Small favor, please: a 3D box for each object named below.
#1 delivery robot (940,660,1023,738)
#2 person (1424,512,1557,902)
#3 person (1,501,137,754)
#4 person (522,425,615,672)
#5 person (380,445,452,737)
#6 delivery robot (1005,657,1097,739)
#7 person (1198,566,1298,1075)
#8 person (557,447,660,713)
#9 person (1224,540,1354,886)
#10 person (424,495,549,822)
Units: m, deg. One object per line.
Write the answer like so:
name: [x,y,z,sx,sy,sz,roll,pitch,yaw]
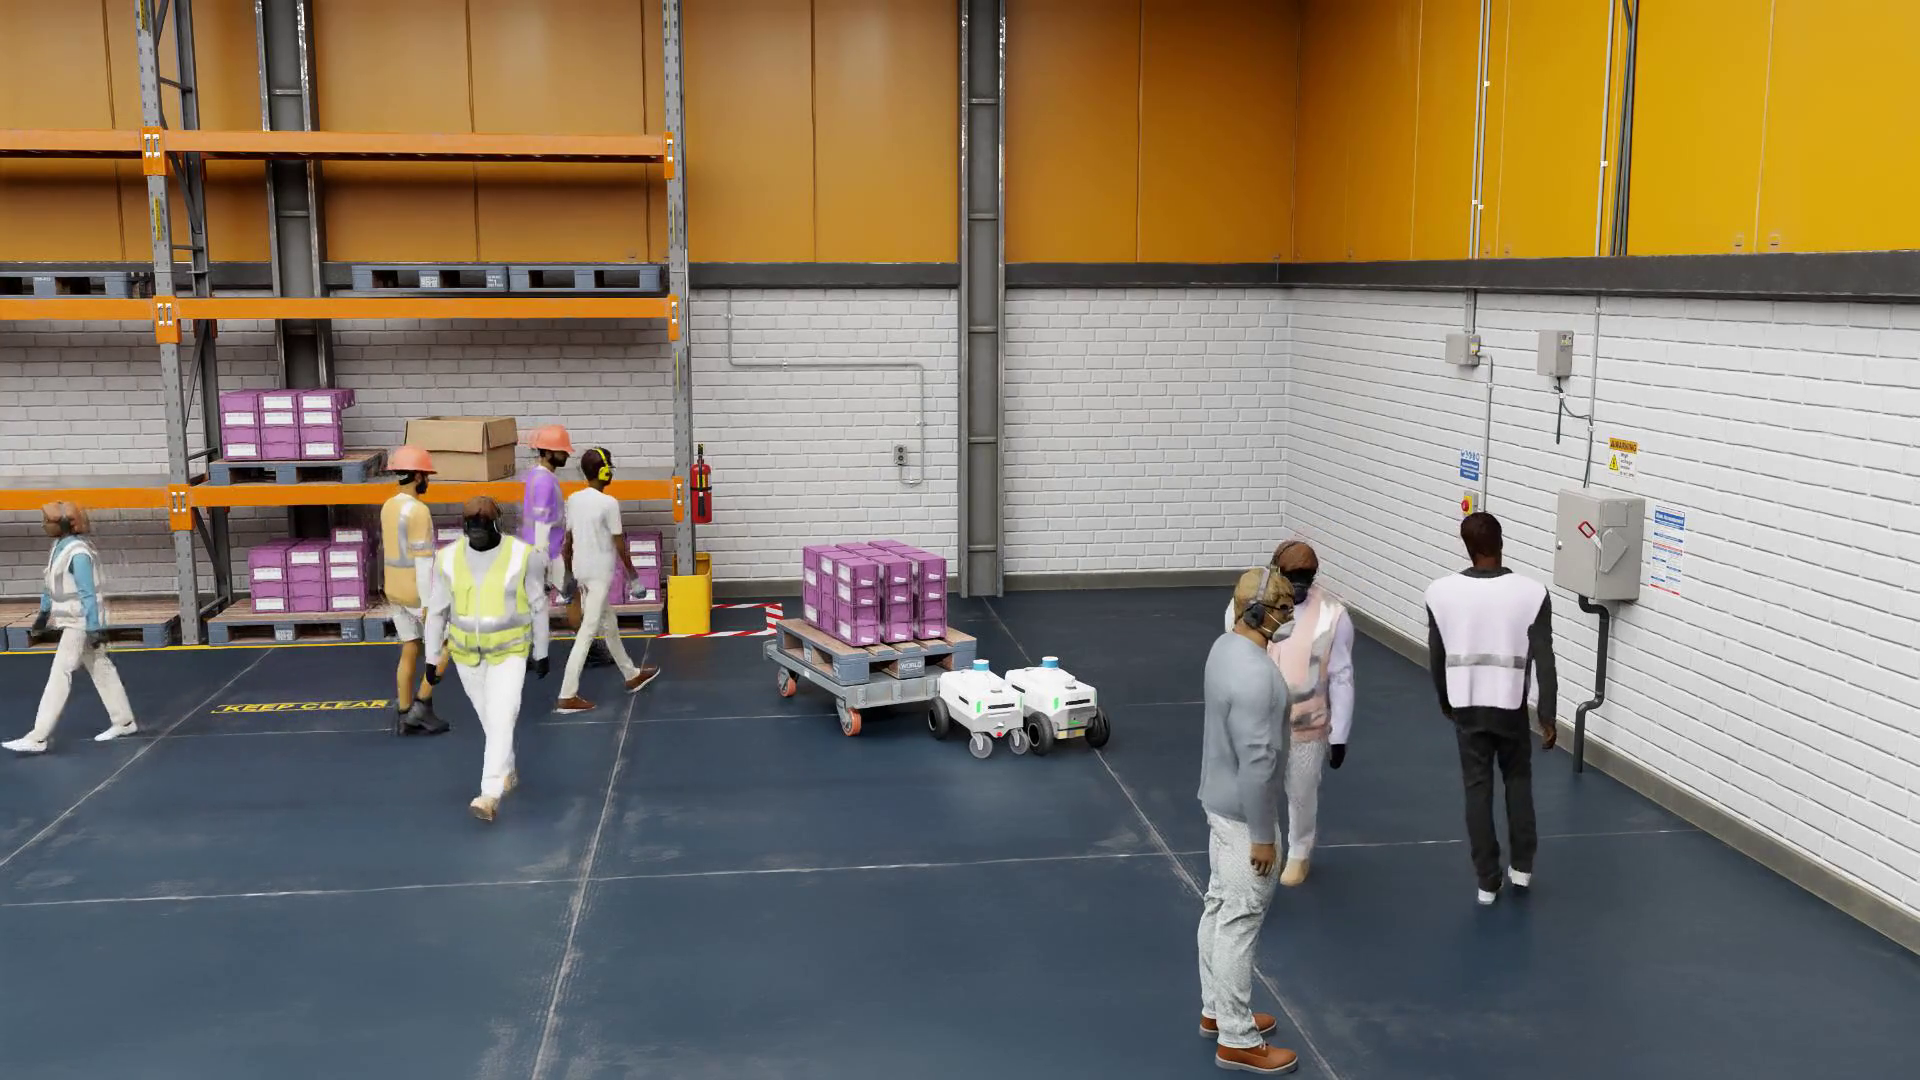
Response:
delivery robot: [0.134,1.010,10.646,0.477,0.478,0.707,-3,10,-21]
person: [2.593,0.799,8.153,0.645,1.879,0.609,3,10,20]
person: [-5.694,0.551,10.557,0.850,1.600,0.530,-7,11,-37]
person: [-3.016,0.070,12.630,0.948,1.888,0.561,-4,10,-26]
person: [-3.544,0.340,10.884,0.462,1.914,0.567,-8,12,-42]
delivery robot: [0.579,0.997,10.732,0.477,0.478,0.707,-5,10,-27]
person: [1.102,1.053,6.388,0.370,1.934,0.627,0,9,-1]
person: [-2.488,0.262,11.678,0.512,1.821,0.977,9,13,44]
person: [1.549,0.878,7.957,0.649,1.781,0.991,3,10,18]
person: [-2.680,0.650,9.333,0.657,1.789,0.967,1,9,4]
